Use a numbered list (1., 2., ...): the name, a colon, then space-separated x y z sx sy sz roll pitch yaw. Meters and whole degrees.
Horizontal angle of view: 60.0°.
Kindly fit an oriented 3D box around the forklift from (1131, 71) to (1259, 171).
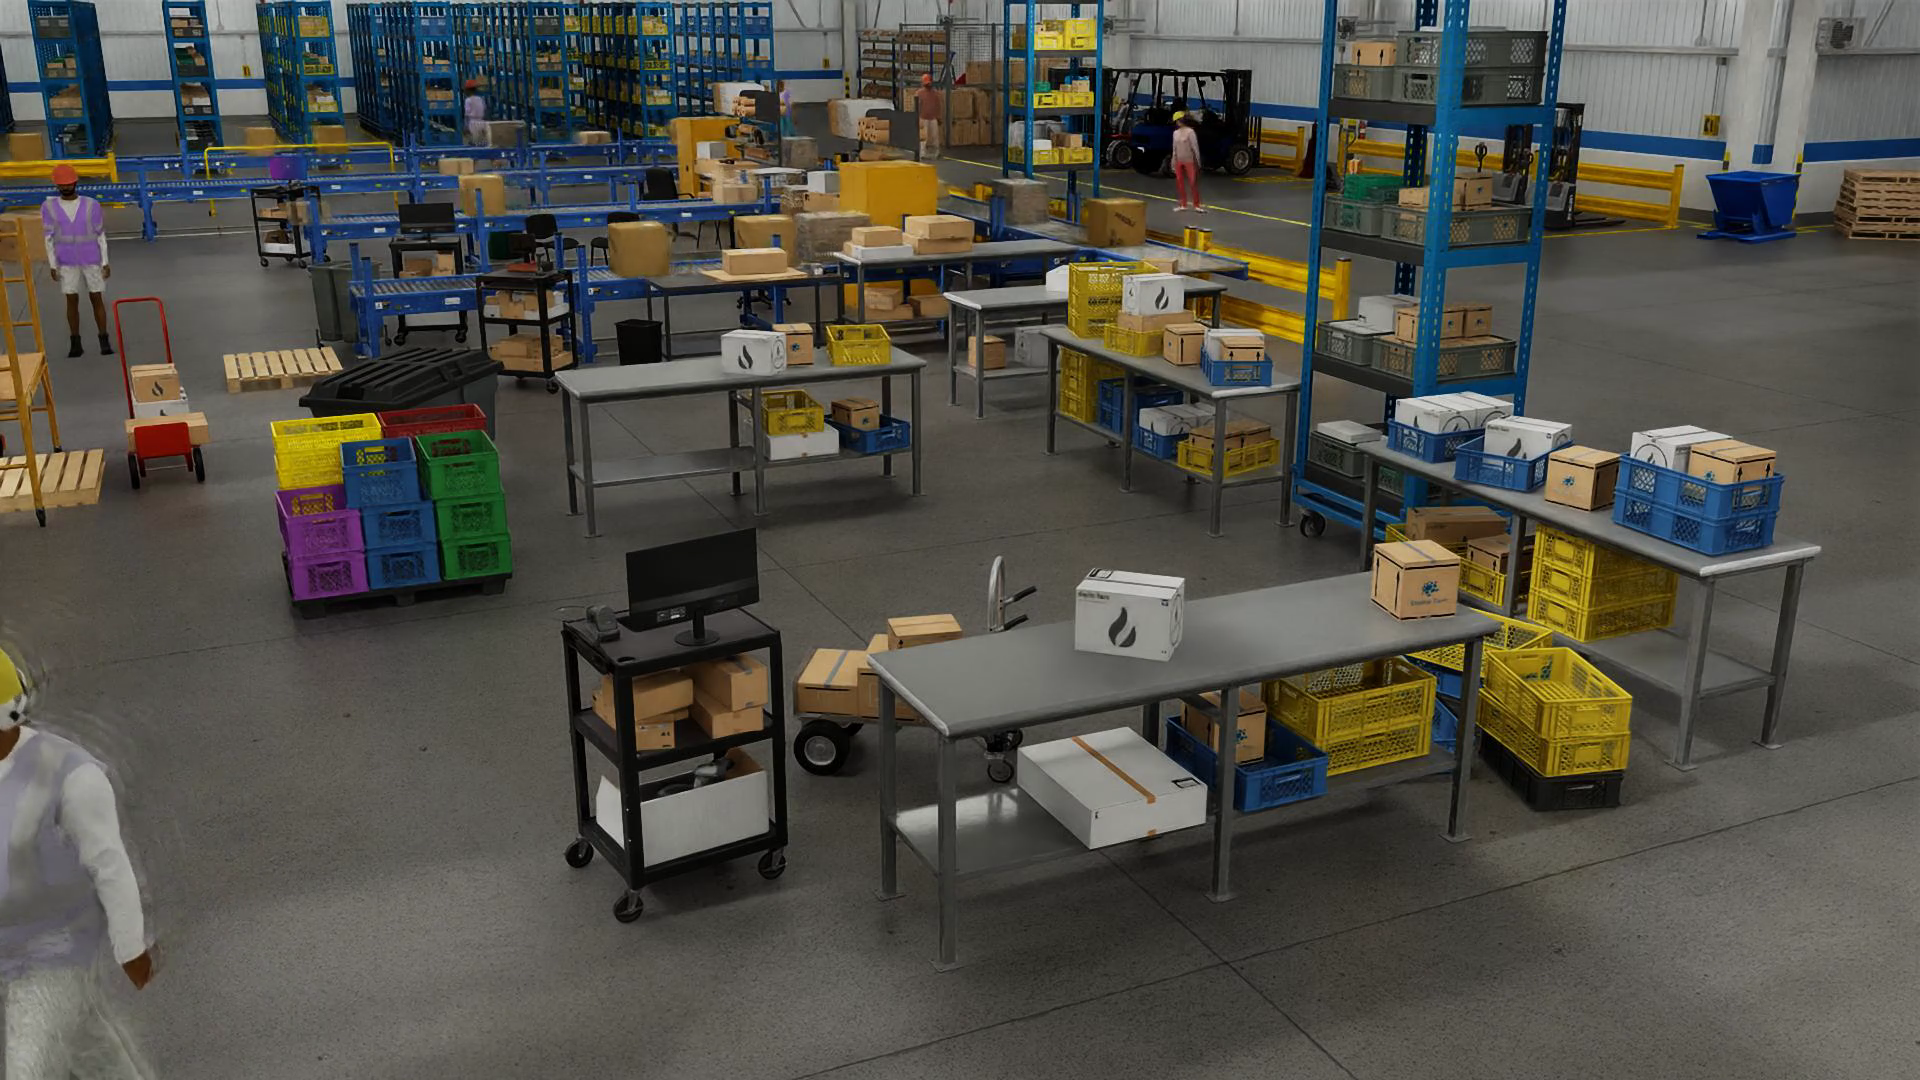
1. forklift: 4.998 -8.936 35.413 2.680 1.987 1.157 -9 20 -25

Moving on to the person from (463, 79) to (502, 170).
1. person: -10.290 -8.825 35.564 0.933 2.012 0.614 3 18 8

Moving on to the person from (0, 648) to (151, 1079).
1. person: -2.628 1.123 4.566 0.616 1.782 0.940 5 18 15

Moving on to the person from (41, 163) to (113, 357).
1. person: -8.849 -2.803 16.701 0.551 1.932 0.377 -8 19 -24

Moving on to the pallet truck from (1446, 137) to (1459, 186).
1. pallet truck: 9.184 -6.485 29.328 1.630 1.274 0.653 -8 19 -23

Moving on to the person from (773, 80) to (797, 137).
1. person: -4.213 -10.319 40.611 0.680 1.795 0.741 10 20 28

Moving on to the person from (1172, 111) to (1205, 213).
1. person: 3.966 -6.548 28.848 0.386 1.720 0.698 -15 23 -40

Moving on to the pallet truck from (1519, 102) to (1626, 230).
1. pallet truck: 9.972 -6.037 26.785 1.885 1.965 0.823 -9 20 -25

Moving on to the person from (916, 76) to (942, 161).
1. person: -0.712 -9.871 38.980 0.626 1.949 0.575 -5 18 -17

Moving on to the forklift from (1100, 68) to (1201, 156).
1. forklift: 4.082 -9.564 37.410 2.680 1.987 1.157 -8 19 -23

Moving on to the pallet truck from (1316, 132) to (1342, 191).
1. pallet truck: 7.723 -7.504 32.656 1.601 1.201 0.680 -8 19 -23

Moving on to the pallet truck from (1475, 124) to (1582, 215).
1. pallet truck: 9.707 -6.455 28.103 1.885 1.965 0.823 -7 19 -20

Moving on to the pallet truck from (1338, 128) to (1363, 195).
1. pallet truck: 7.845 -7.140 31.411 1.522 1.261 0.704 -9 20 -25
